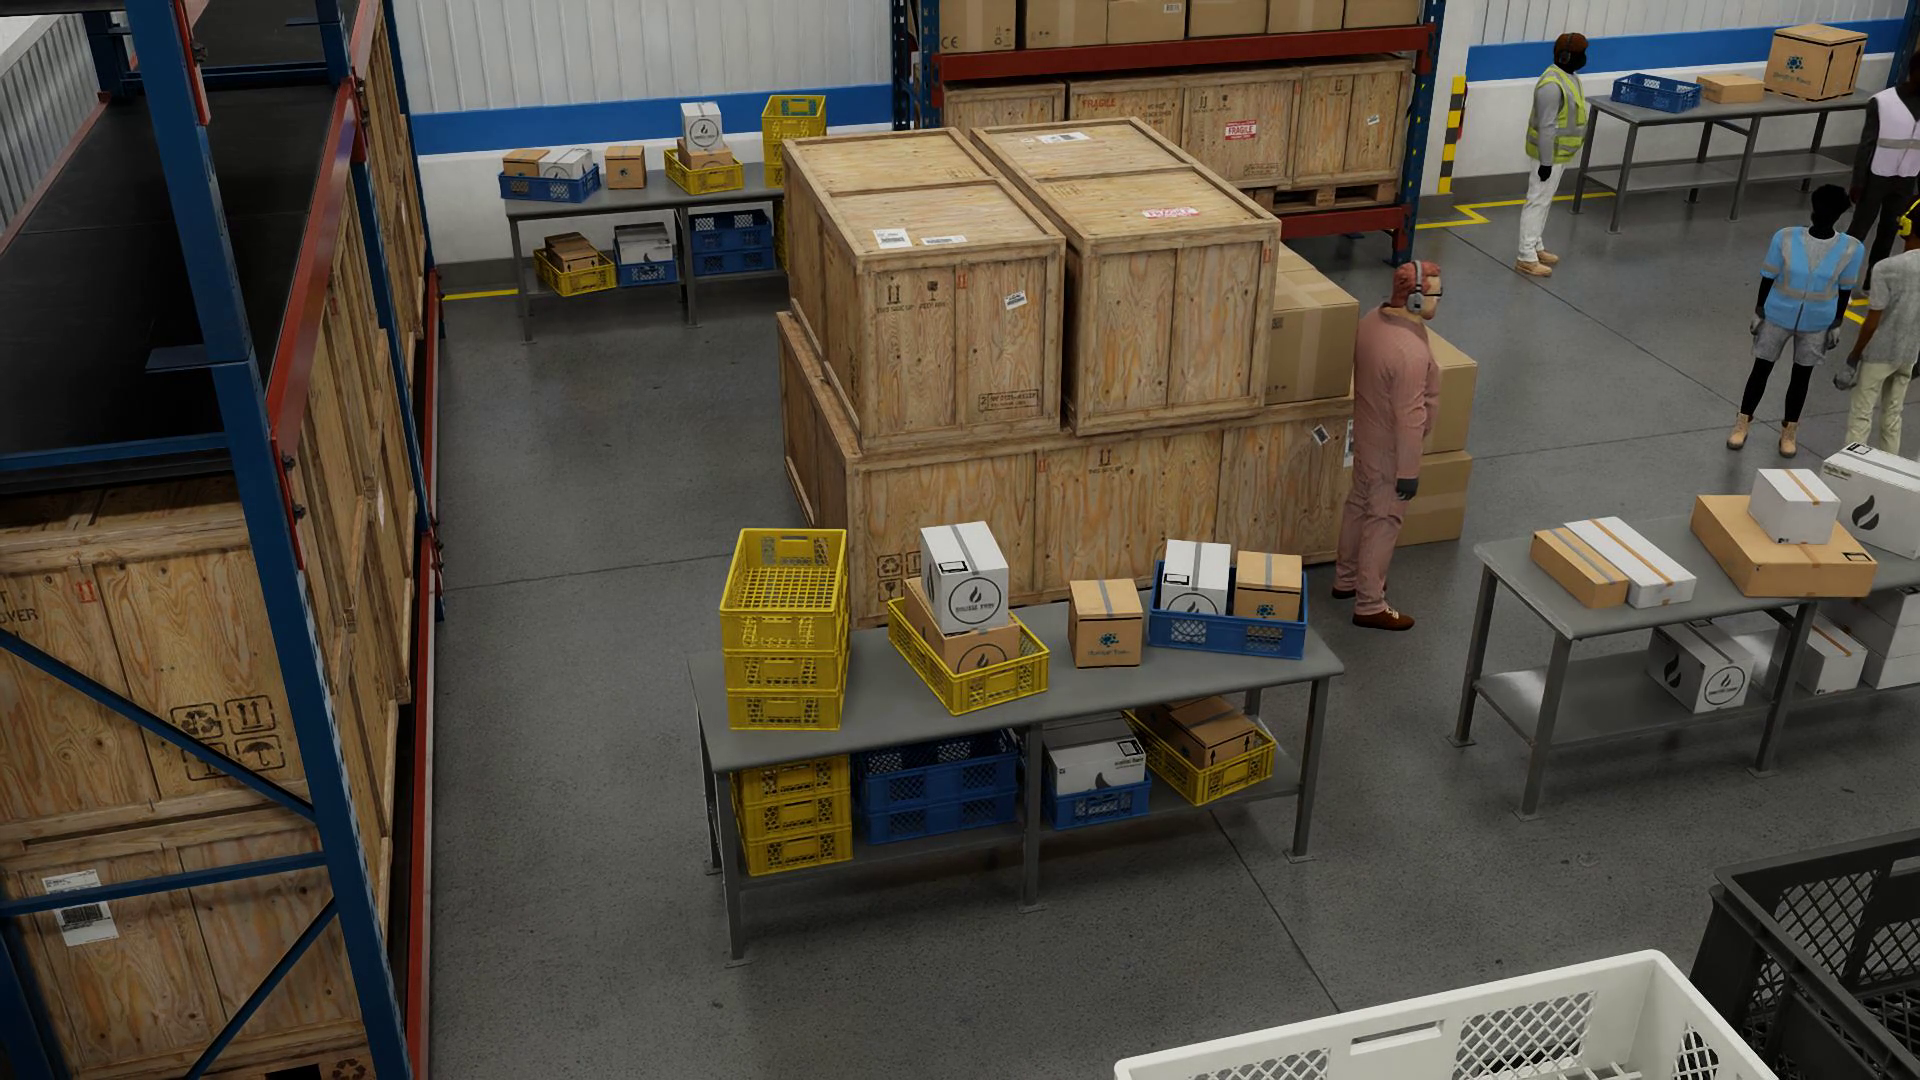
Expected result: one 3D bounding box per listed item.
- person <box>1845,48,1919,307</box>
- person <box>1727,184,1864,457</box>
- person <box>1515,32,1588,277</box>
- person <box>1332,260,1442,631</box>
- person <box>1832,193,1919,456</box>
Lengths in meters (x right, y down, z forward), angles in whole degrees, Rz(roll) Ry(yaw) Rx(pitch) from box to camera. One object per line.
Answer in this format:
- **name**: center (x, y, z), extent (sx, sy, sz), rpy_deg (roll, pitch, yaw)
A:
- **person**: center (6.850, -2.670, 12.254), extent (0.582, 1.909, 0.393), rpy_deg (-1, 29, -2)
- **person**: center (5.043, -1.320, 10.019), extent (0.531, 1.692, 0.320), rpy_deg (13, 31, 22)
- **person**: center (4.606, -2.998, 12.914), extent (0.429, 1.844, 0.627), rpy_deg (14, 32, 24)
- **person**: center (2.154, -0.474, 8.266), extent (0.403, 1.906, 0.651), rpy_deg (-4, 29, -6)
- **person**: center (5.156, -1.014, 9.281), extent (0.519, 1.874, 0.331), rpy_deg (-6, 29, -10)
